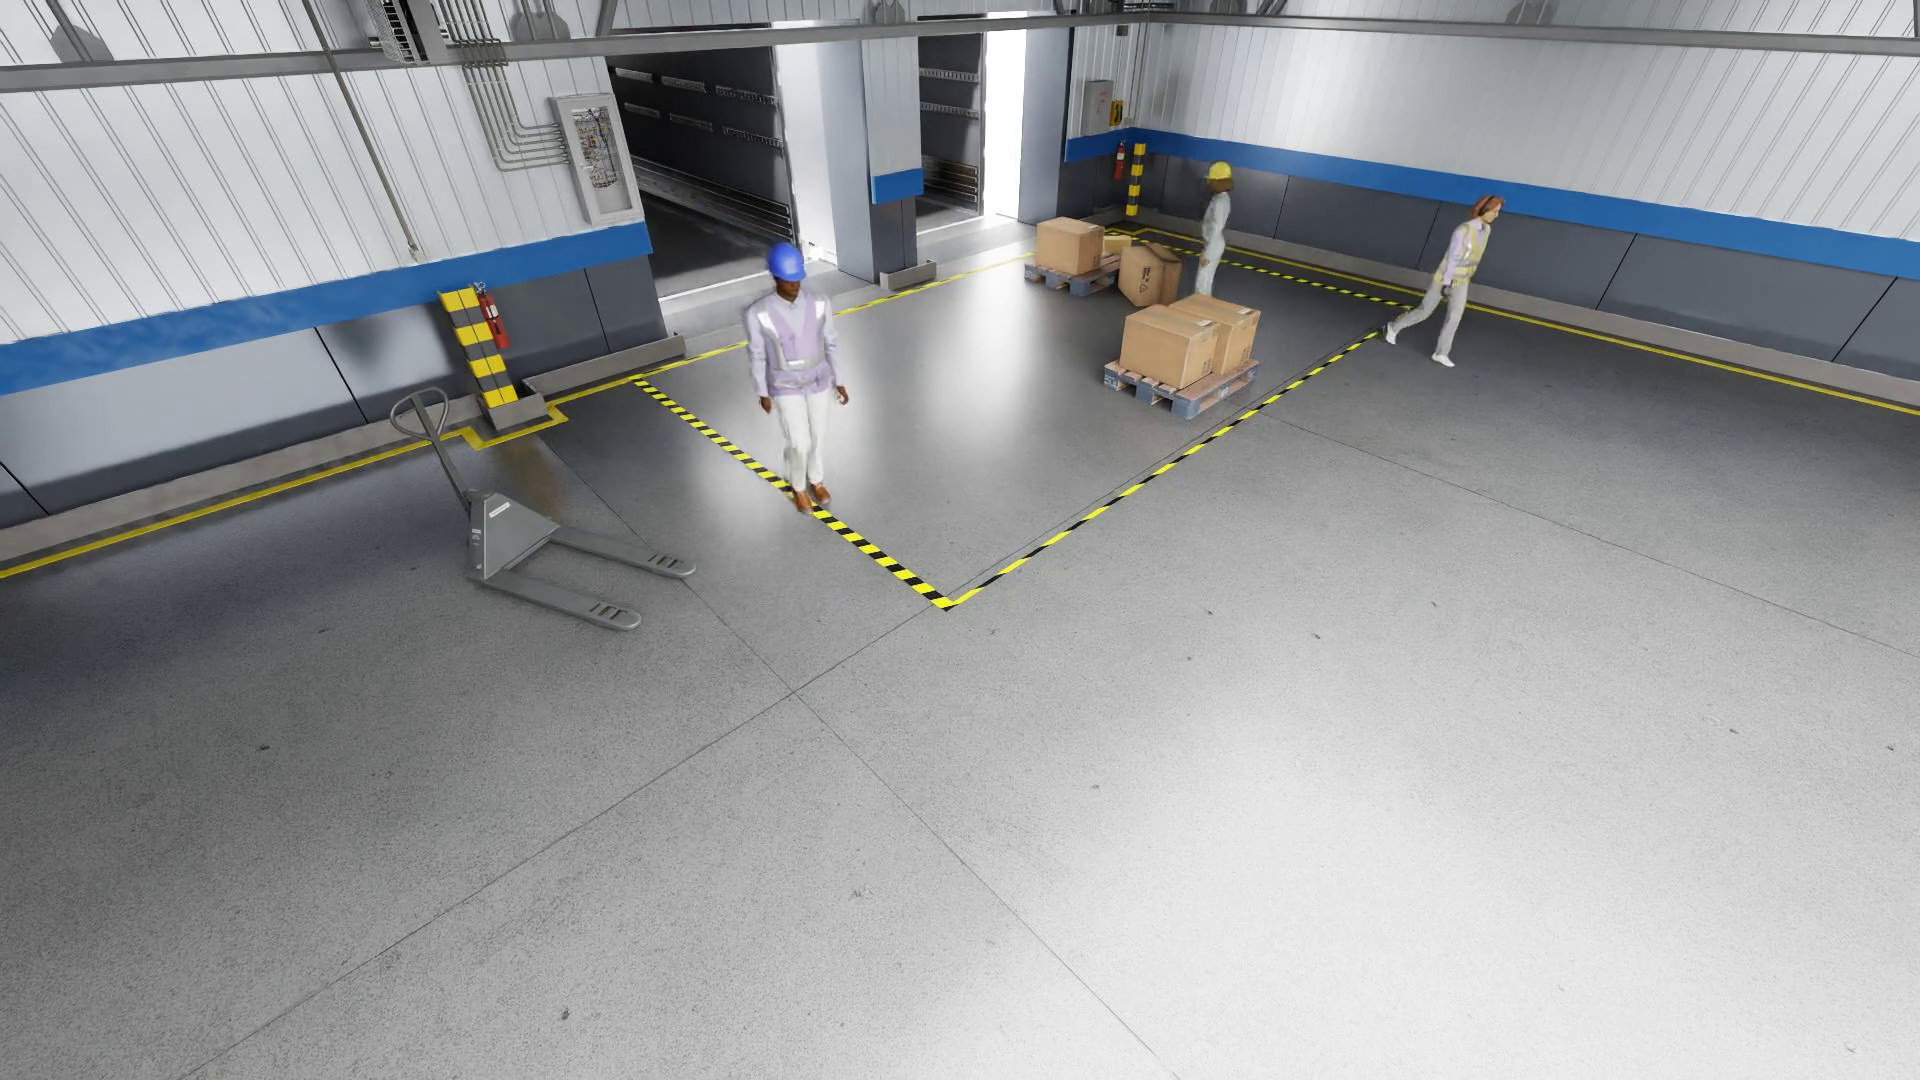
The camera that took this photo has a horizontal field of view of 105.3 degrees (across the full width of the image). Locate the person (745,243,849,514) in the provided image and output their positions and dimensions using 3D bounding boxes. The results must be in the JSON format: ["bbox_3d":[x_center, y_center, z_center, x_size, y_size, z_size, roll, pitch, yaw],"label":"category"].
[{"bbox_3d":[-1.091,-1.060,5.076,0.603,1.933,0.448,-24,44,-28],"label":"person"}]

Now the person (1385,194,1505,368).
[{"bbox_3d":[4.884,-2.617,7.357,0.512,1.597,0.825,-14,40,-18],"label":"person"}]

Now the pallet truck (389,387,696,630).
[{"bbox_3d":[-2.613,-0.247,4.593,1.601,1.201,0.680,14,40,17],"label":"pallet truck"}]

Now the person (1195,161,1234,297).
[{"bbox_3d":[2.670,-3.120,7.908,0.354,1.739,0.522,13,40,17],"label":"person"}]
